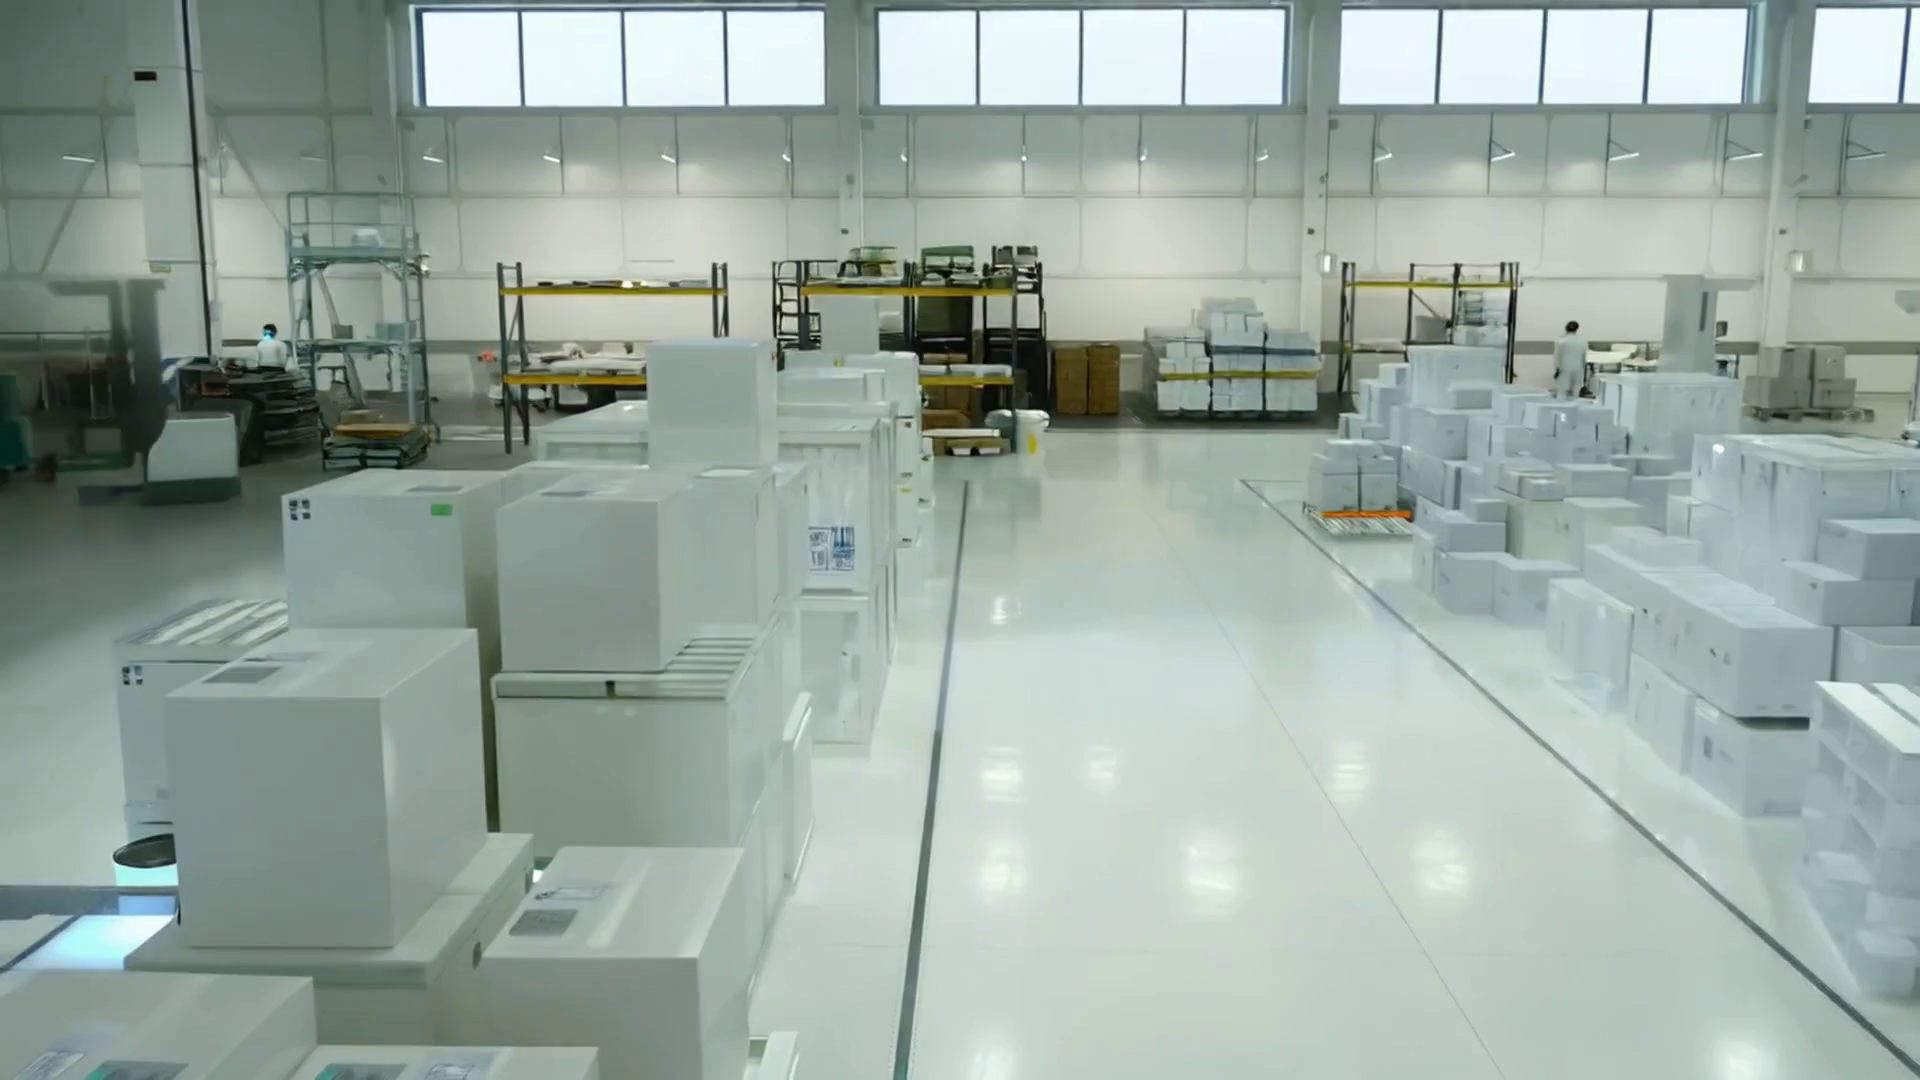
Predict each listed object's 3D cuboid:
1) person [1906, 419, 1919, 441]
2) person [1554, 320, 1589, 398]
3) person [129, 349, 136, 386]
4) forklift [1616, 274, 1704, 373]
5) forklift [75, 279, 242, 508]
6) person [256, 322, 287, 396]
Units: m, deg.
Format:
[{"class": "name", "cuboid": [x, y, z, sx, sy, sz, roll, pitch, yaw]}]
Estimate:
[{"class": "person", "cuboid": [8.882, -0.483, 15.175, 0.608, 1.995, 0.377, 0, 9, 1]}, {"class": "person", "cuboid": [11.635, -3.219, 31.737, 0.629, 1.940, 0.373, 0, 9, 1]}, {"class": "person", "cuboid": [-13.642, -2.604, 28.061, 0.629, 1.936, 0.373, 0, 9, 1]}, {"class": "forklift", "cuboid": [12.633, -3.276, 29.256, 1.873, 2.768, 1.129, 0, 9, 1]}, {"class": "forklift", "cuboid": [-10.210, -1.898, 21.005, 1.873, 2.768, 1.129, -5, 11, -25]}, {"class": "person", "cuboid": [-12.647, -3.035, 30.636, 0.542, 1.938, 0.357, 0, 9, 1]}]
